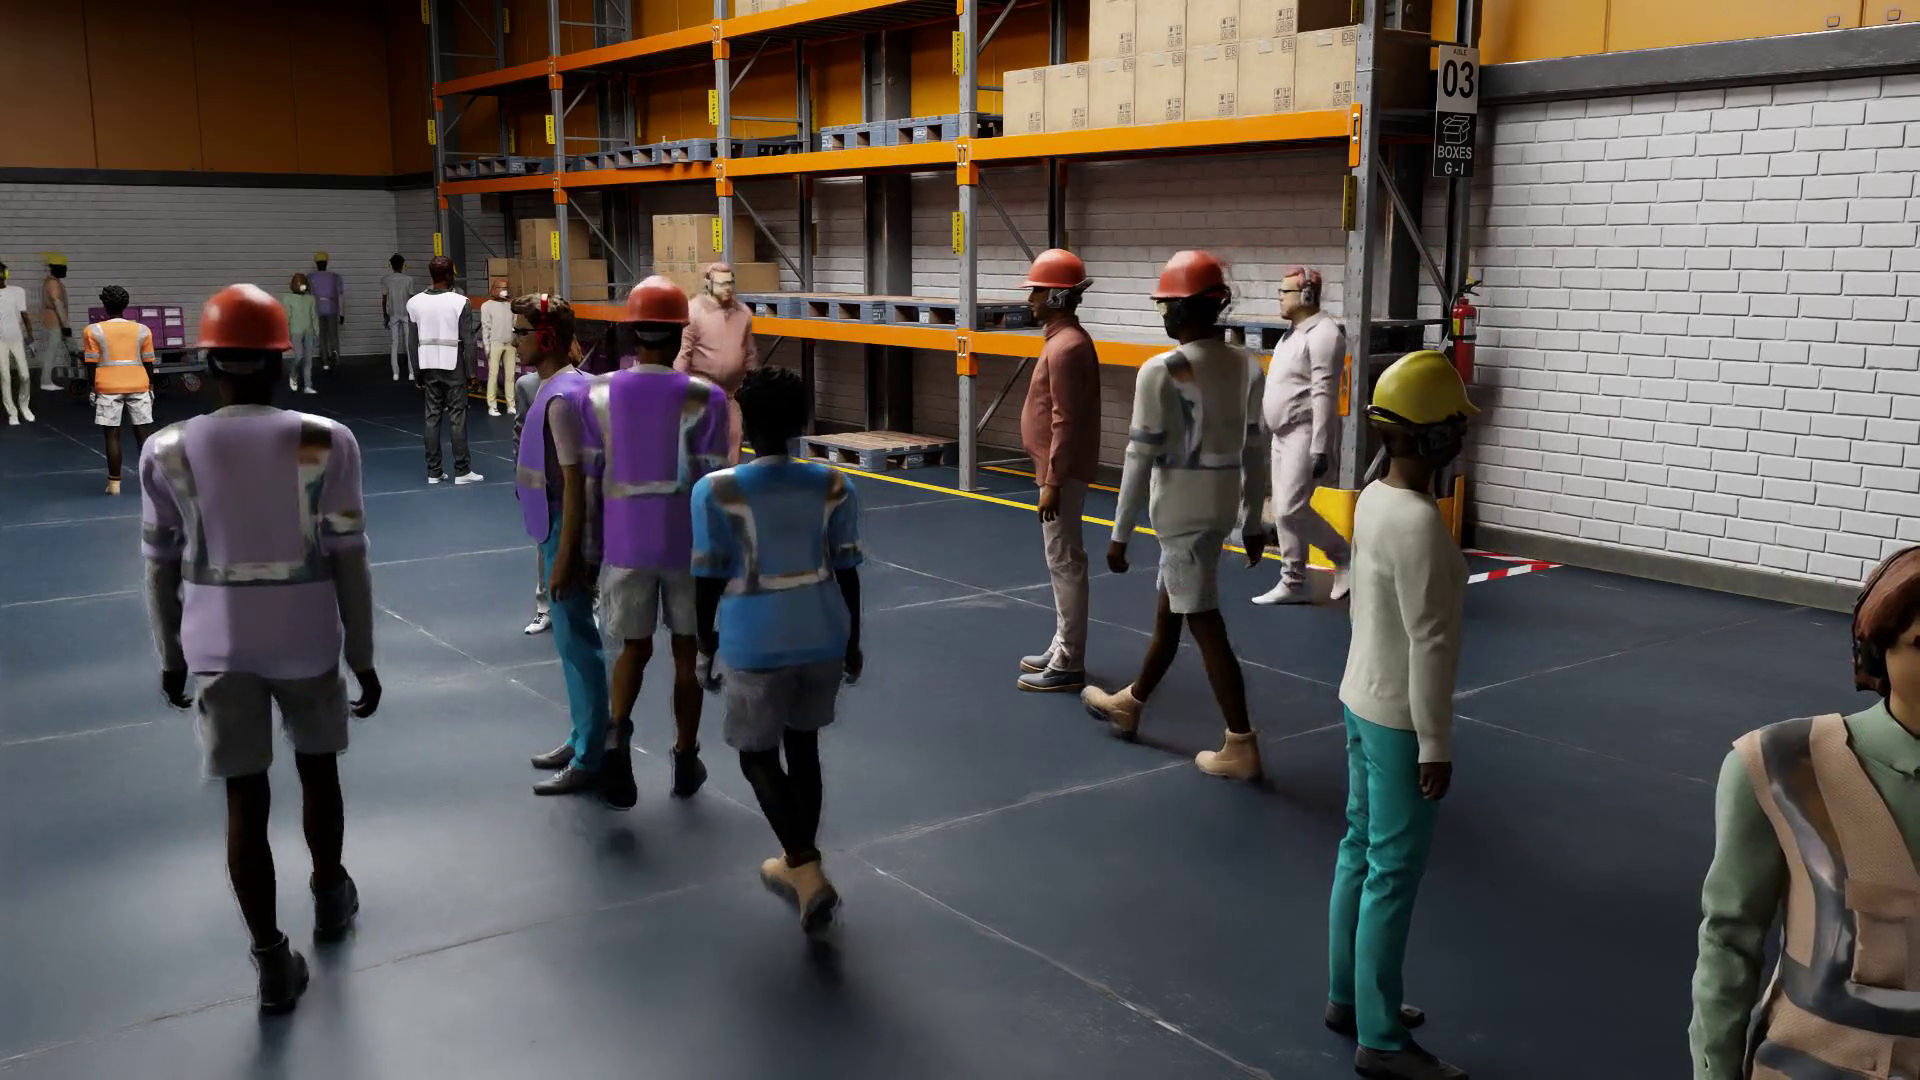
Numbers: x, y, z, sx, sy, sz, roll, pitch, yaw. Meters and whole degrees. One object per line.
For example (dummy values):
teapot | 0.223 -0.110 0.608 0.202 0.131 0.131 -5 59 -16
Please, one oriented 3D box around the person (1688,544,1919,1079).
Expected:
person | 1.268 0.807 2.295 0.514 1.641 0.307 2 10 11

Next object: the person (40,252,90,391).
person | -12.289 -3.000 22.901 0.910 1.885 0.619 -5 11 -24

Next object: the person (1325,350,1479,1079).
person | 1.085 0.427 4.055 0.297 1.772 0.533 0 10 -2

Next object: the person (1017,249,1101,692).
person | 0.447 -0.308 7.542 0.377 1.995 0.608 1 10 7

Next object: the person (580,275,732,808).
person | -1.084 0.028 5.902 0.564 1.914 0.660 1 10 3

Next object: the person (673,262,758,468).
person | -1.865 -1.168 12.670 0.692 1.884 0.511 -9 13 -40

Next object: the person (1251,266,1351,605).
person | 1.917 -0.552 9.177 0.516 1.897 0.657 -1 10 -8

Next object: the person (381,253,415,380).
person | -8.283 -3.297 24.625 0.516 1.877 0.327 -1 10 -7

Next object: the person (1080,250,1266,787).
person | 0.830 -0.103 6.405 0.630 1.984 1.031 -9 13 -40

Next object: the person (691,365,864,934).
person | -0.490 0.324 4.898 0.537 1.670 0.632 -7 12 -33

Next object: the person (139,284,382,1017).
person | -1.896 0.265 4.572 0.577 1.904 0.859 -3 11 -16

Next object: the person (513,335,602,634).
person | -2.053 -0.316 8.601 0.506 1.632 0.268 1 10 4

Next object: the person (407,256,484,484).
person | -4.343 -1.424 14.007 0.600 1.917 0.376 2 10 13

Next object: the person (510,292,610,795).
person | -1.444 0.013 6.165 0.373 1.843 0.572 -2 10 -13

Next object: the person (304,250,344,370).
person | -10.122 -3.649 26.506 0.586 1.910 0.588 -4 11 -22

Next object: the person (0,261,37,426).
person | -10.574 -2.186 18.489 0.539 1.845 0.387 -7 12 -34

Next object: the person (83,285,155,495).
person | -6.759 -1.205 13.428 0.530 1.689 0.322 -9 14 -42

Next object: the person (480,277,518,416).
person | -5.396 -2.271 19.586 0.284 1.626 0.492 10 14 44

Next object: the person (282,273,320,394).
person | -8.850 -2.776 22.385 0.361 1.621 0.517 8 13 36

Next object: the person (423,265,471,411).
person | -6.229 -2.495 20.241 0.404 1.836 0.590 6 12 32
